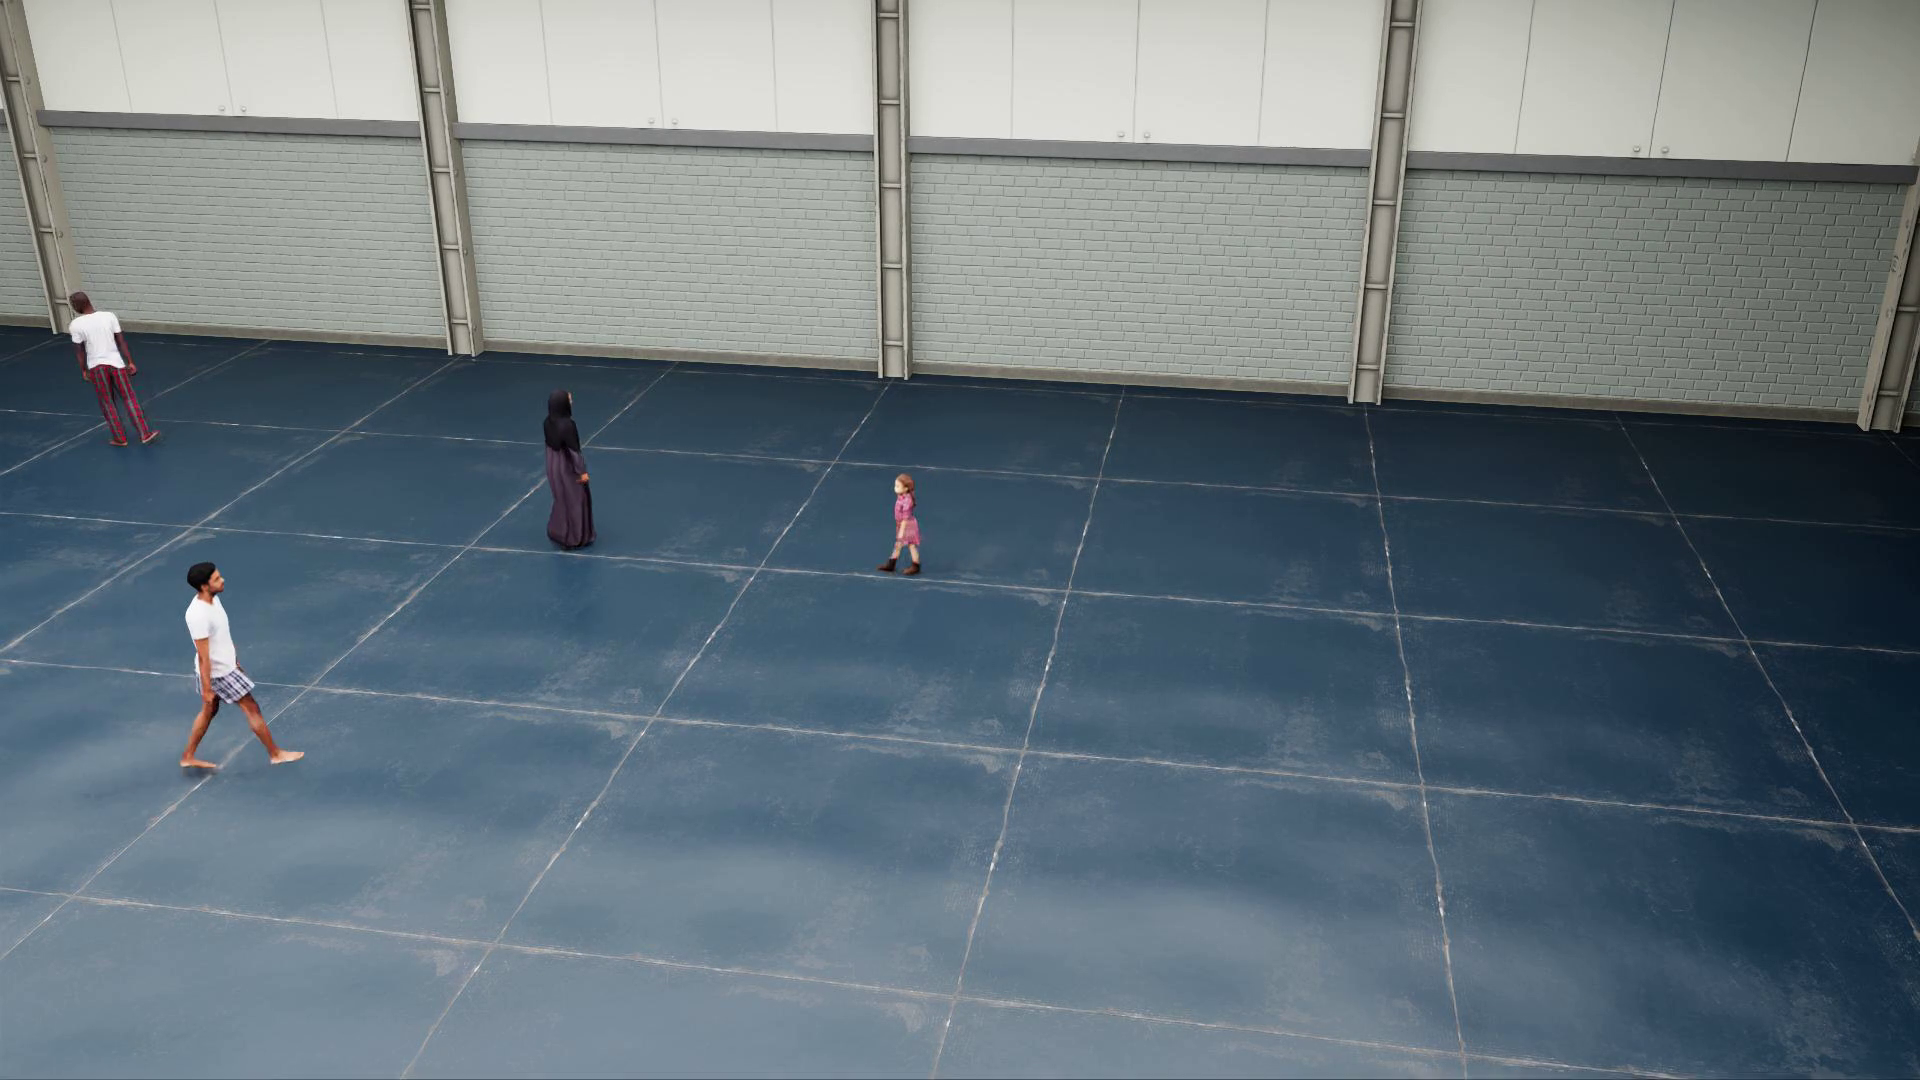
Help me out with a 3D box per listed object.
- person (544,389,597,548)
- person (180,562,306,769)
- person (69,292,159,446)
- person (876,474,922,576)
[{"bbox_3d":[-3.886,-0.709,16.304,0.783,1.621,0.853,20,30,38],"label":"person"},{"bbox_3d":[-5.550,0.979,12.255,1.218,1.684,1.001,-7,24,-15],"label":"person"},{"bbox_3d":[-9.679,-1.942,18.982,0.880,1.795,0.930,-10,25,-22],"label":"person"},{"bbox_3d":[-0.458,-0.139,15.745,0.708,1.009,0.576,-5,24,-12],"label":"person"}]
